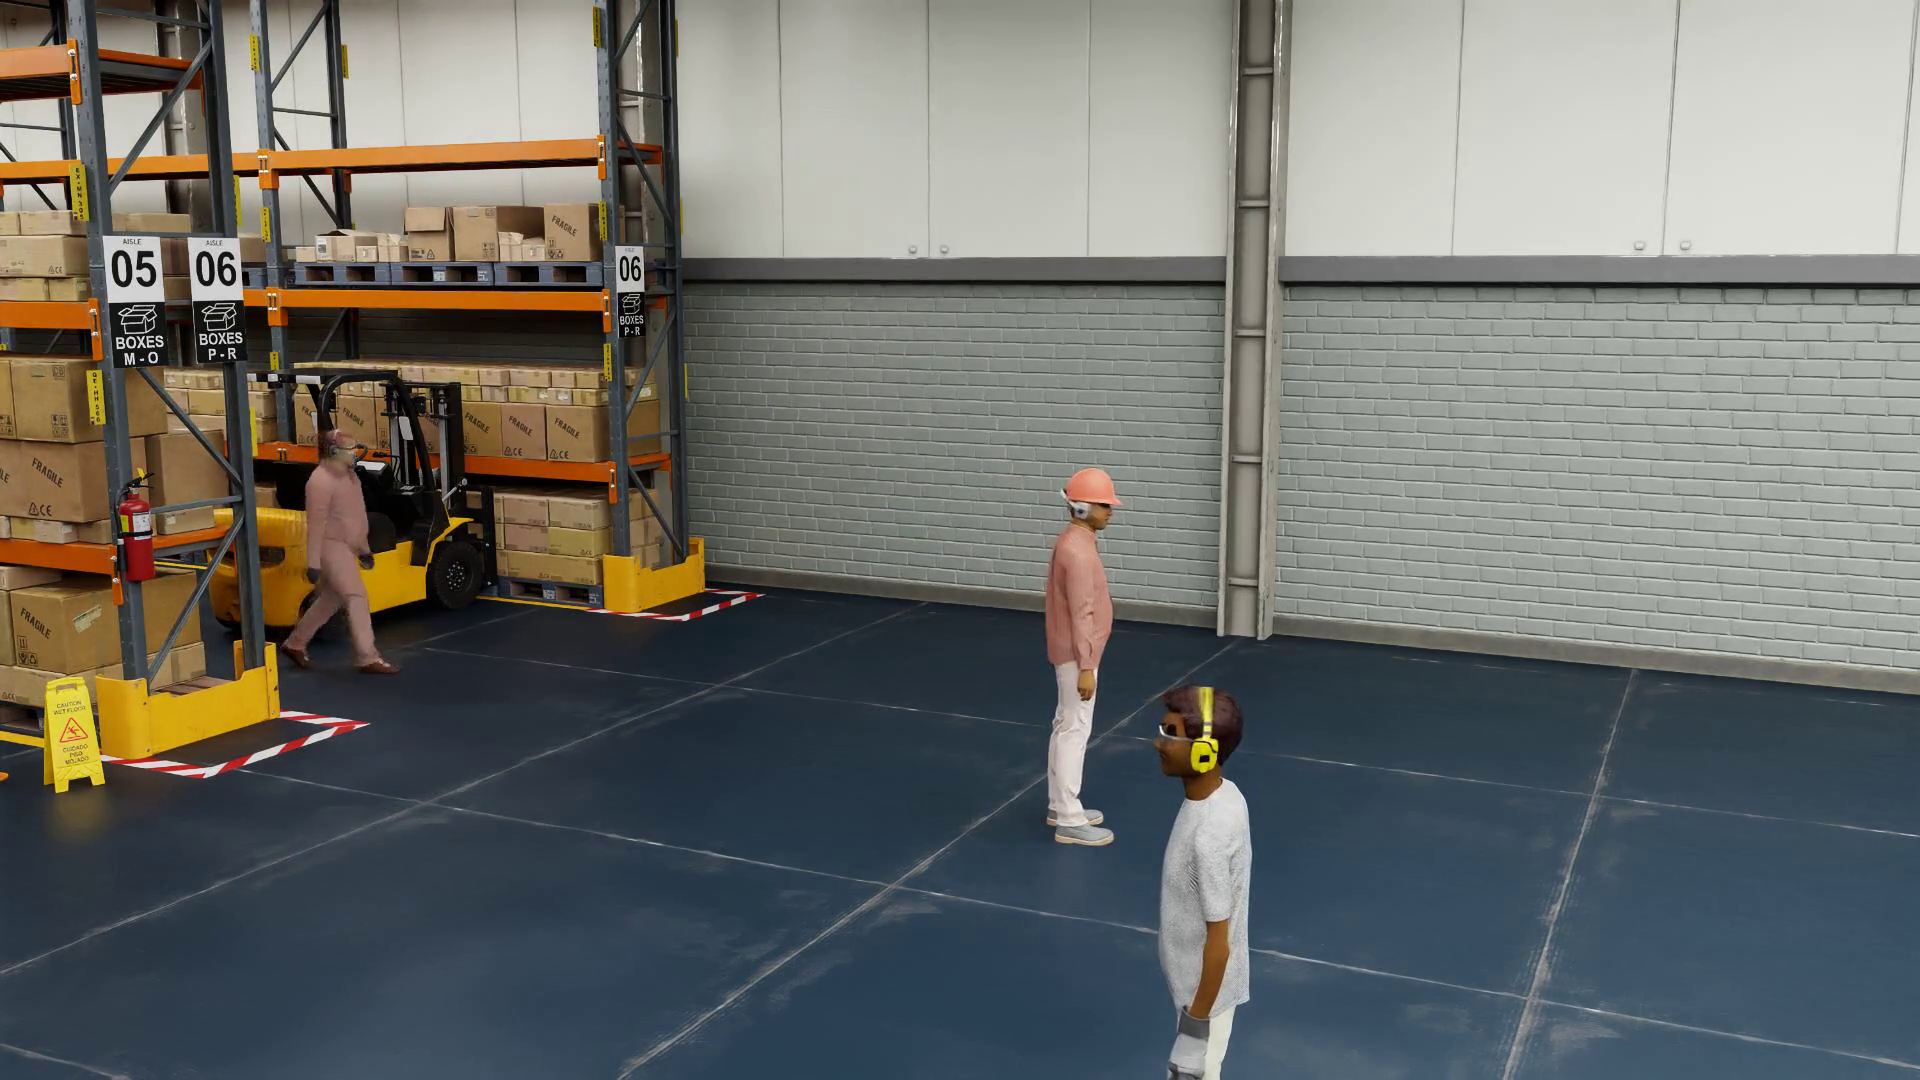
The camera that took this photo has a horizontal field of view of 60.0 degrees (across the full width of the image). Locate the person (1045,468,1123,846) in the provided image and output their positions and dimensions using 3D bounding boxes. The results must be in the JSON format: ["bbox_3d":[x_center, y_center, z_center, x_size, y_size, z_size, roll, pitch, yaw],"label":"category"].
[{"bbox_3d":[0.651,0.607,8.847,0.393,1.990,0.617,0,9,-2],"label":"person"}]

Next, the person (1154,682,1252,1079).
[{"bbox_3d":[0.671,1.324,4.818,0.328,1.876,0.513,1,9,7],"label":"person"}]

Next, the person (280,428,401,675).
[{"bbox_3d":[-4.711,0.084,12.445,0.927,1.869,0.632,0,9,-2],"label":"person"}]
